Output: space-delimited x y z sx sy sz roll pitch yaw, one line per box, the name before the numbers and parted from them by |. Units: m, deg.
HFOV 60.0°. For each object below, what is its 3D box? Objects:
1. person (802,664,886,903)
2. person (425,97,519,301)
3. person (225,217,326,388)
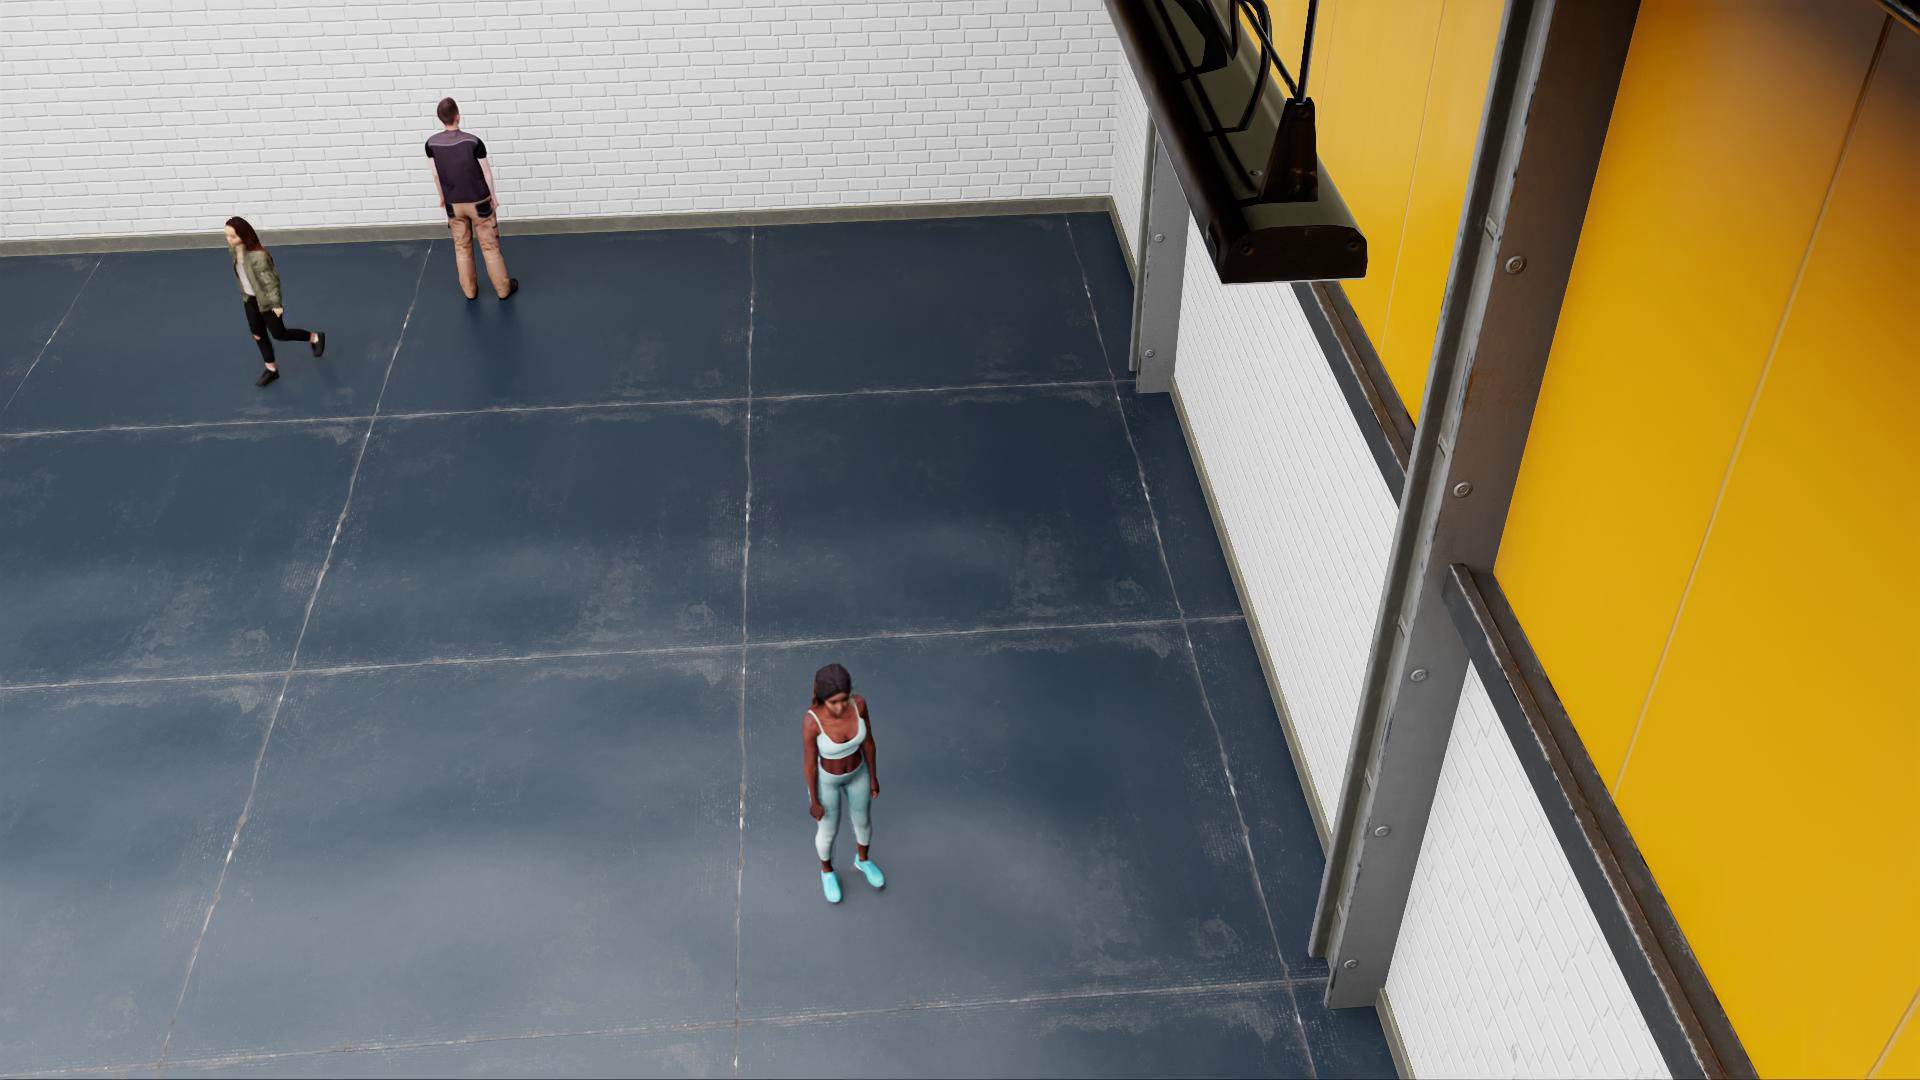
person | -0.654 1.312 9.095 0.645 1.719 0.646 -20 43 -23
person | -4.240 -2.920 14.297 0.717 1.841 0.635 2 39 3
person | -5.561 -1.963 13.403 0.893 1.460 0.989 23 44 26
